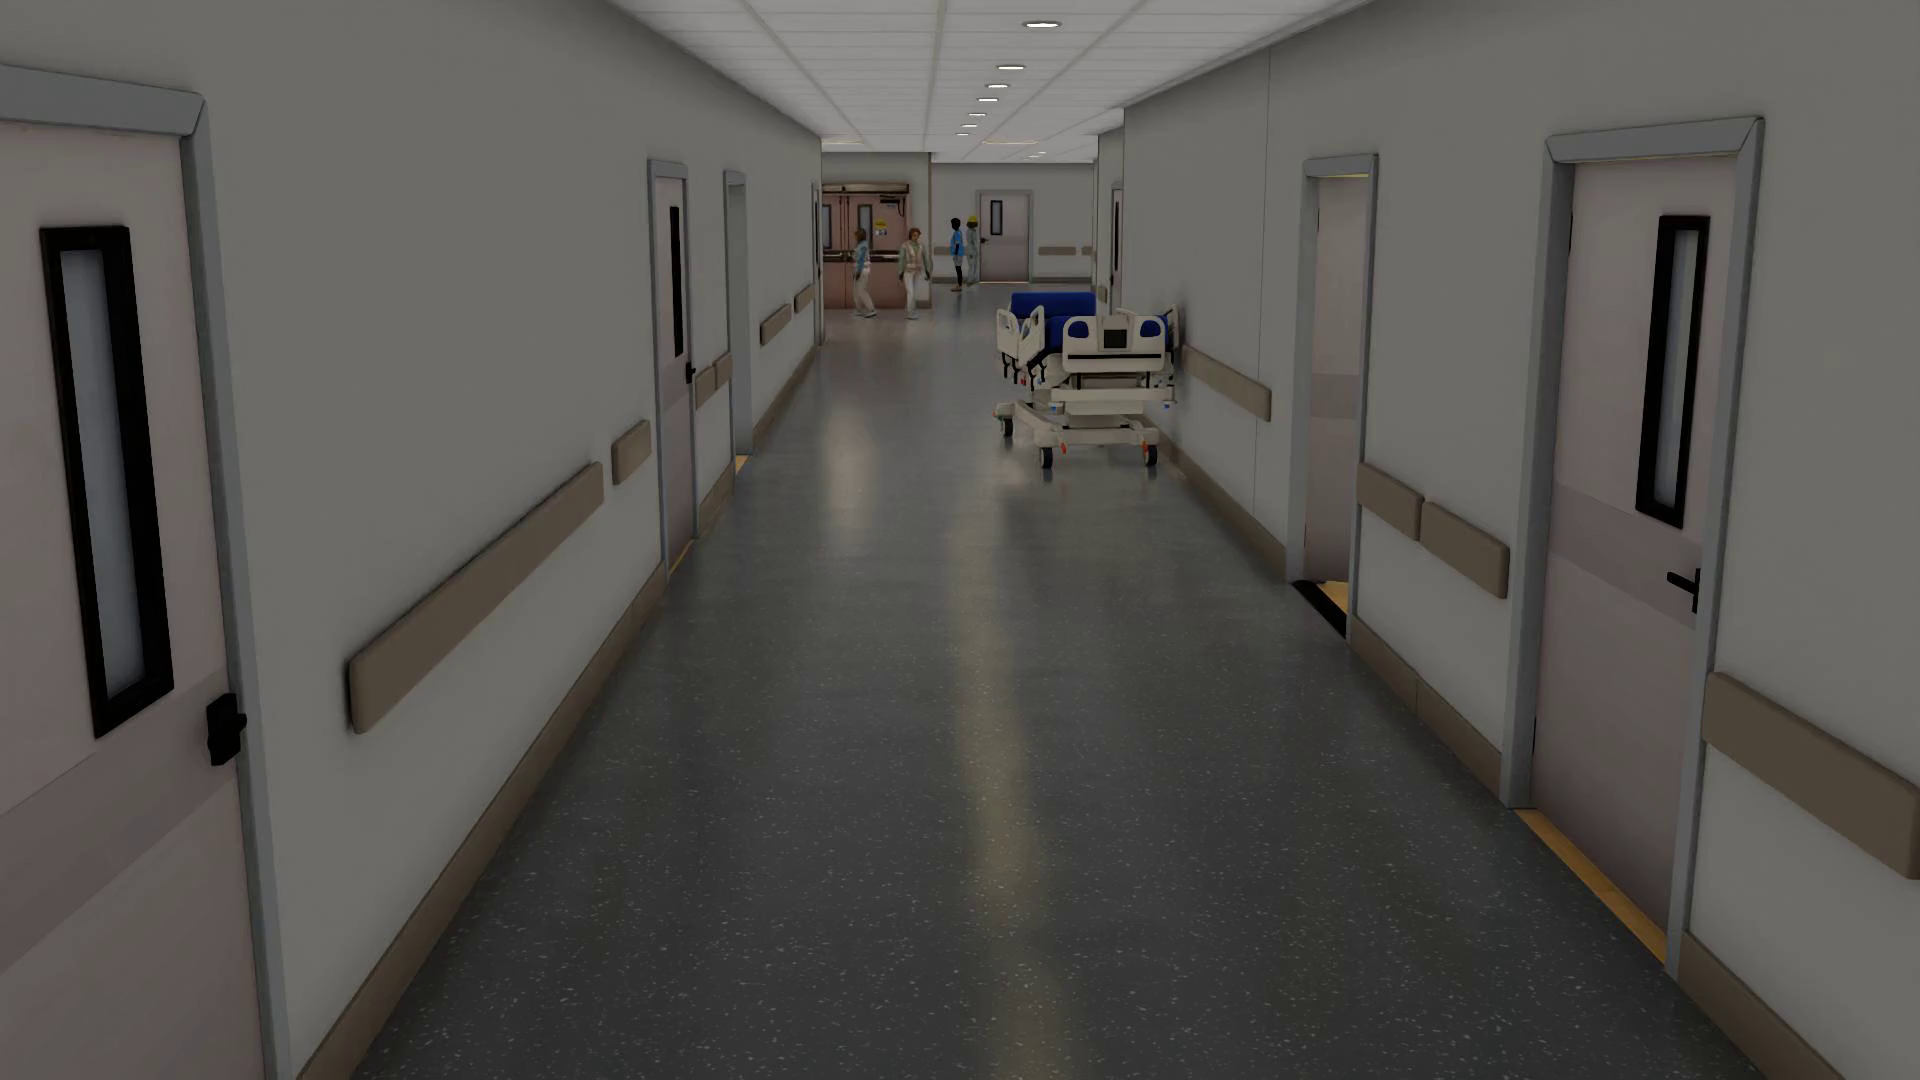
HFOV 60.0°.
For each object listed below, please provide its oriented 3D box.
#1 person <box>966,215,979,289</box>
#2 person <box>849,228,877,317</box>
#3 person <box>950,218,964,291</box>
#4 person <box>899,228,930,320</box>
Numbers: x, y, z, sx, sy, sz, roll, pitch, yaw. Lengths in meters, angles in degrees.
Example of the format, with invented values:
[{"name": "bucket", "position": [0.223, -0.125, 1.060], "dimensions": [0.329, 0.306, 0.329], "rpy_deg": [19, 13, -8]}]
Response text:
[{"name": "person", "position": [0.288, -6.809, 39.409], "dimensions": [0.354, 1.737, 0.514], "rpy_deg": [3, 12, 13]}, {"name": "person", "position": [-1.768, -4.844, 30.167], "dimensions": [0.412, 1.610, 0.566], "rpy_deg": [-3, 12, -12]}, {"name": "person", "position": [-0.070, -6.620, 38.603], "dimensions": [0.320, 1.693, 0.531], "rpy_deg": [1, 12, 4]}, {"name": "person", "position": [-0.813, -4.716, 29.483], "dimensions": [0.538, 1.614, 0.541], "rpy_deg": [-7, 14, -32]}]
